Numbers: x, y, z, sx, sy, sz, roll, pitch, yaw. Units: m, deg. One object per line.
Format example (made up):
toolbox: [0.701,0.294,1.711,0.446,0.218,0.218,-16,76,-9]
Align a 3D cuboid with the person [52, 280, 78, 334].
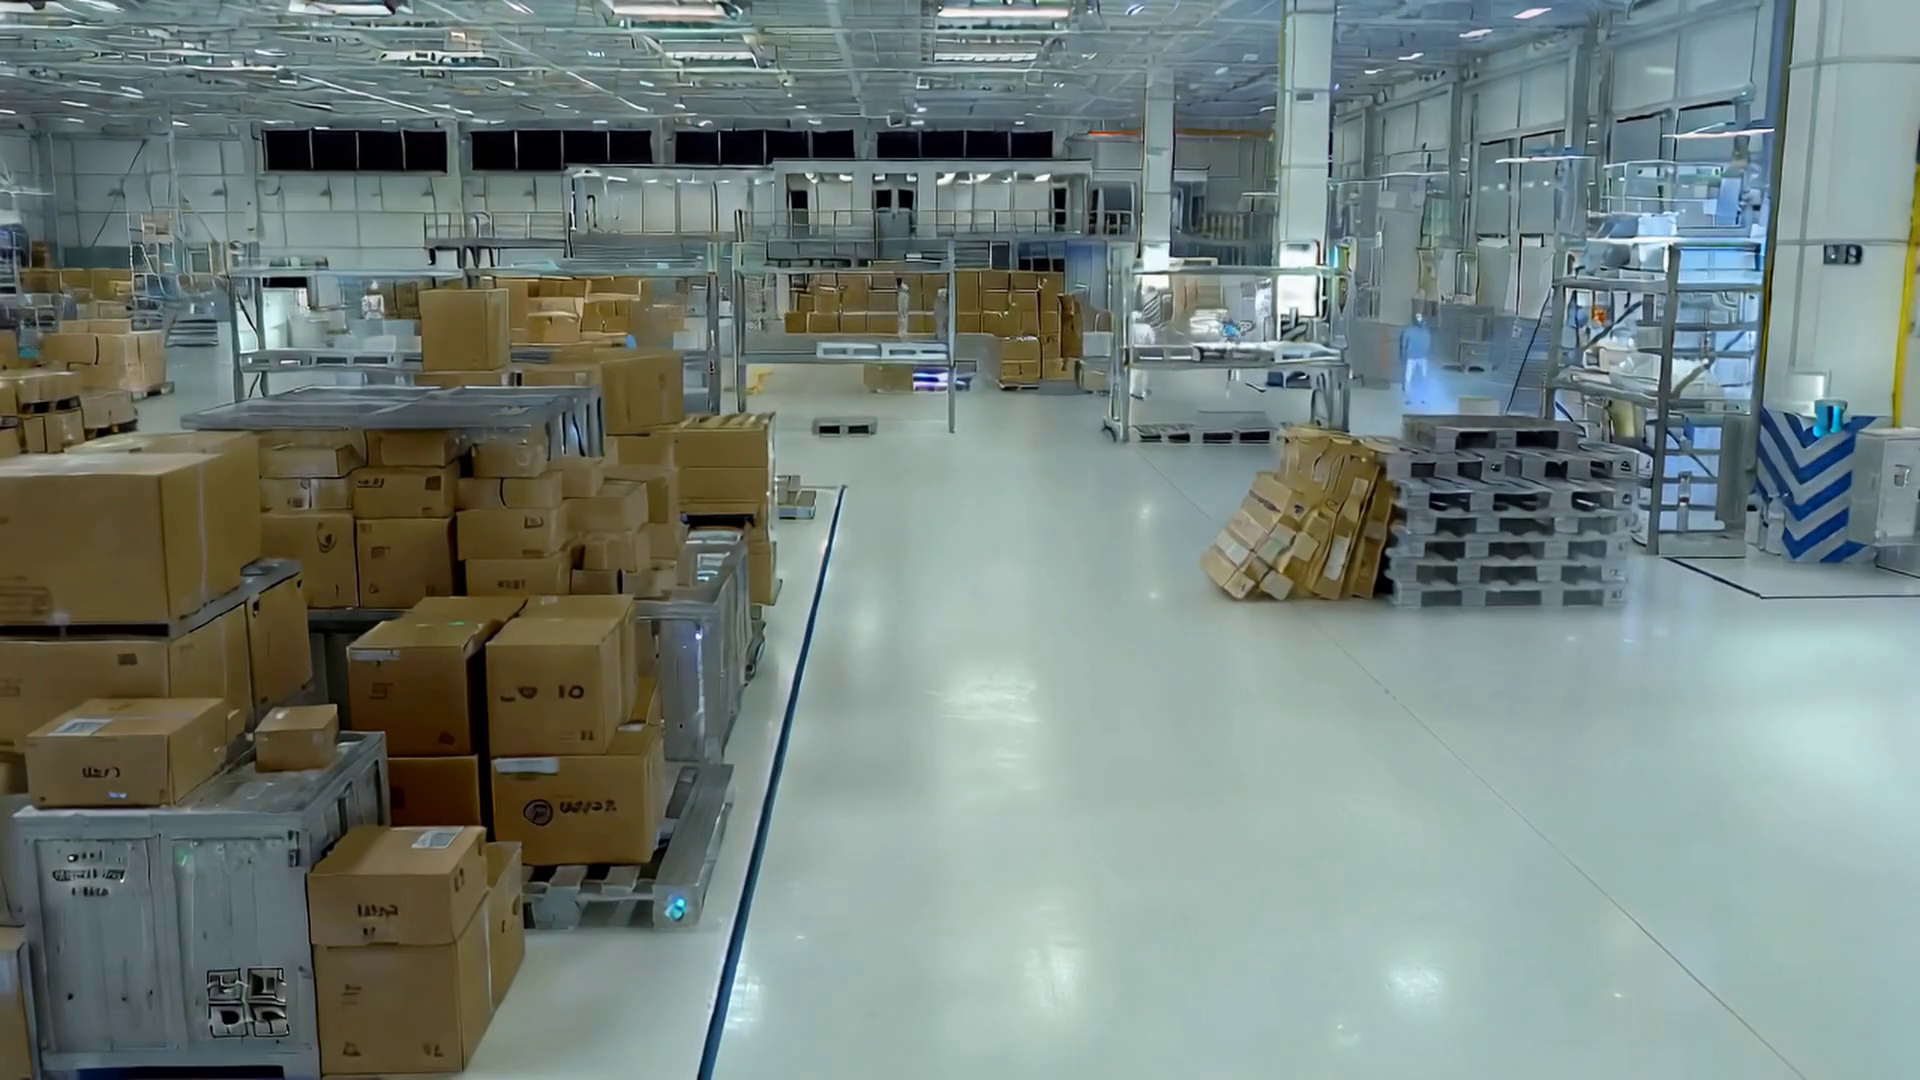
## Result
person: [-23.305,-5.760,43.407,0.537,2.000,0.683,-1,10,-4]

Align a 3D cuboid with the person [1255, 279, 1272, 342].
person: [9.039,-6.747,49.214,0.727,1.931,0.619,-9,14,-41]

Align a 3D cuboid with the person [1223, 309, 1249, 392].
person: [5.618,-3.865,33.880,0.538,1.673,0.723,2,10,11]

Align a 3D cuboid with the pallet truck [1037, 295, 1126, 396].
pallet truck: [2.483,-3.881,33.060,1.885,1.965,0.823,-7,13,-36]

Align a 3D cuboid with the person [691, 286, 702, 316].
person: [-7.445,-6.134,46.149,0.633,1.814,0.875,-7,12,-34]

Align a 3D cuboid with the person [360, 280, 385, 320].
person: [-14.939,-5.578,42.370,0.615,2.047,0.357,-9,13,-41]

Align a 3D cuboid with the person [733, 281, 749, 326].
person: [-6.853,-7.219,52.133,0.492,1.834,0.642,8,13,39]

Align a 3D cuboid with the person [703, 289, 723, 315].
person: [-6.410,-5.702,43.684,0.647,1.825,0.557,10,14,43]

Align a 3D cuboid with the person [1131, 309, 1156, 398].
person: [3.592,-3.636,32.443,0.488,1.730,0.396,8,13,39]

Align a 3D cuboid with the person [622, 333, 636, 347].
person: [-4.445,-1.895,22.484,0.530,1.825,0.633,3,11,15]

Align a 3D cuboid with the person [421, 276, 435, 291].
person: [-19.441,-8.823,60.966,0.578,1.871,0.426,2,10,9]

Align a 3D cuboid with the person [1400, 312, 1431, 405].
person: [8.489,-3.384,31.010,0.556,1.746,0.420,4,11,23]

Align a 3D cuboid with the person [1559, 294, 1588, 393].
person: [12.327,-3.937,33.421,0.608,1.987,0.400,1,10,5]

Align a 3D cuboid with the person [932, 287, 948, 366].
person: [-0.476,-5.233,40.761,0.372,1.940,0.631,4,11,21]

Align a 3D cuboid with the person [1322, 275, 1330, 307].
person: [12.680,-8.390,58.248,0.654,1.967,0.599,-5,11,-25]

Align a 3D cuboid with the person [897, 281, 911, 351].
person: [-1.558,-6.231,46.347,0.373,1.928,0.584,1,10,7]

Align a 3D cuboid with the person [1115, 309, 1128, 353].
person: [3.598,-4.511,36.939,0.400,1.874,0.628,3,11,18]
